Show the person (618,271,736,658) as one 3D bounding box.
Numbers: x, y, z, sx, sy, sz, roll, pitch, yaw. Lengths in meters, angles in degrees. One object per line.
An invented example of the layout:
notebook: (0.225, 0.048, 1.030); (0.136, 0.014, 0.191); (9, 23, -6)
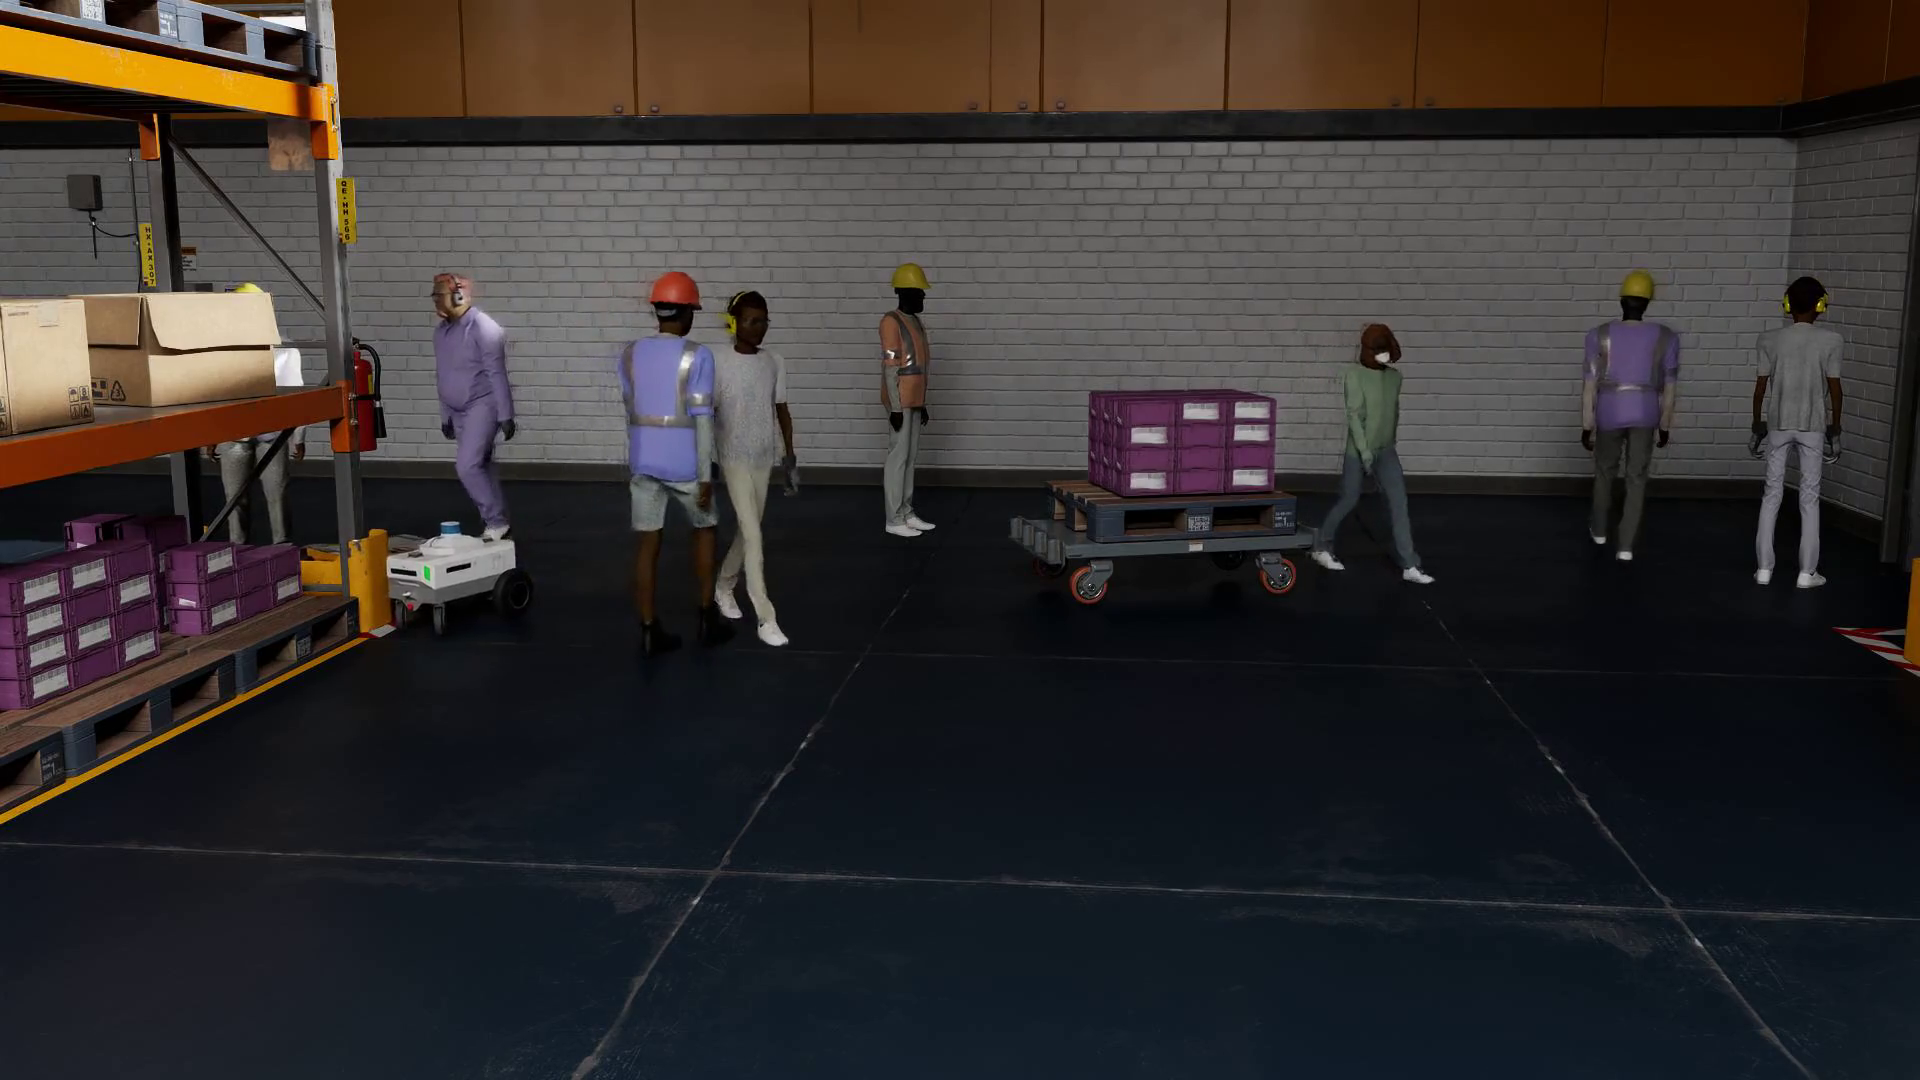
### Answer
person: (-1.424, -0.385, 8.393); (0.561, 1.906, 0.732); (3, 10, 19)

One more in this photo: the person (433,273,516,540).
person: (-3.268, -0.855, 11.229); (0.656, 1.870, 0.549); (9, 13, 42)

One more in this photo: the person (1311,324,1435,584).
person: (2.516, -0.546, 10.262); (0.498, 1.581, 0.844); (-6, 11, -29)

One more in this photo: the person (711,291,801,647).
person: (-1.136, -0.408, 8.815); (0.534, 1.820, 0.975); (-7, 12, -37)

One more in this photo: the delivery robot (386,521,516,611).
delivery robot: (-2.738, 0.144, 8.969); (0.477, 0.478, 0.707); (5, 11, 27)

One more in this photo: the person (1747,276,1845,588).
person: (5.023, -0.643, 10.001); (0.521, 1.865, 0.327); (7, 12, 35)

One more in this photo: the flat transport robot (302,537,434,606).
flat transport robot: (-3.315, 0.166, 9.925); (1.431, 0.197, 0.652); (9, 14, 43)

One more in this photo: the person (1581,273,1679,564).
person: (4.392, -0.812, 10.959); (0.590, 1.863, 1.019); (3, 10, 18)

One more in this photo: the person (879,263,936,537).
person: (-0.371, -0.994, 11.830); (0.365, 1.928, 0.585); (3, 10, 17)

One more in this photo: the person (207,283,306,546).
person: (-4.334, -0.660, 10.238); (0.593, 1.819, 0.404); (-4, 11, -20)
